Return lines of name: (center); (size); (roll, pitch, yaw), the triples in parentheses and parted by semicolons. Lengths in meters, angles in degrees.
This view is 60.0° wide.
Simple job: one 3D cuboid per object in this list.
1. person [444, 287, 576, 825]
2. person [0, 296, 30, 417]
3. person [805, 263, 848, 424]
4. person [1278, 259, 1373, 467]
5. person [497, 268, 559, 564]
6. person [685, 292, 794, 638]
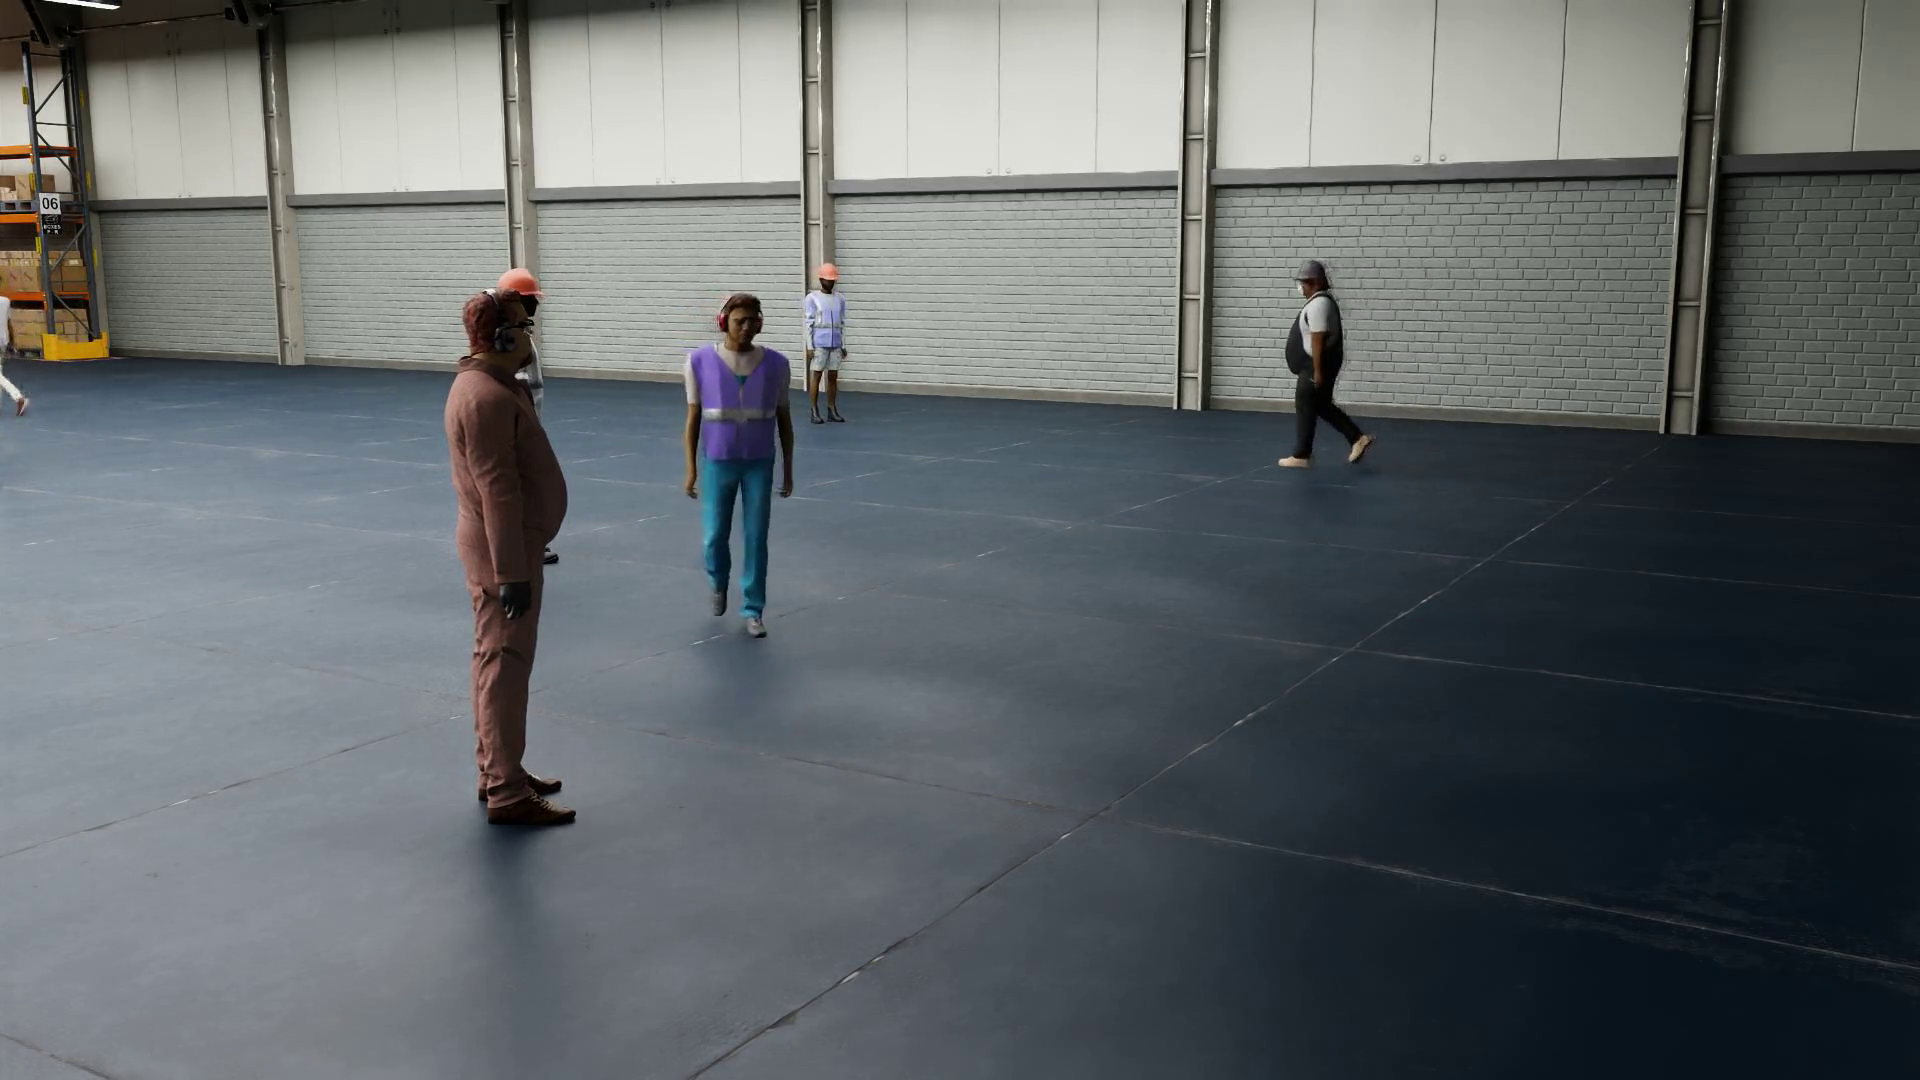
person: (-1.611, 0.058, 5.974); (0.410, 1.913, 0.651); (-3, 10, -19)
person: (-12.102, -2.458, 20.926); (0.841, 1.847, 0.521); (3, 10, 17)
person: (-1.603, -2.376, 20.157); (0.552, 1.932, 0.377); (-7, 12, -34)
person: (3.523, -1.702, 15.906); (0.815, 2.000, 0.697); (3, 10, 20)
person: (-2.885, -0.809, 10.969); (0.350, 1.942, 0.543); (-4, 10, -21)
person: (-1.184, -0.409, 8.927); (0.597, 1.830, 0.534); (-3, 10, -16)
